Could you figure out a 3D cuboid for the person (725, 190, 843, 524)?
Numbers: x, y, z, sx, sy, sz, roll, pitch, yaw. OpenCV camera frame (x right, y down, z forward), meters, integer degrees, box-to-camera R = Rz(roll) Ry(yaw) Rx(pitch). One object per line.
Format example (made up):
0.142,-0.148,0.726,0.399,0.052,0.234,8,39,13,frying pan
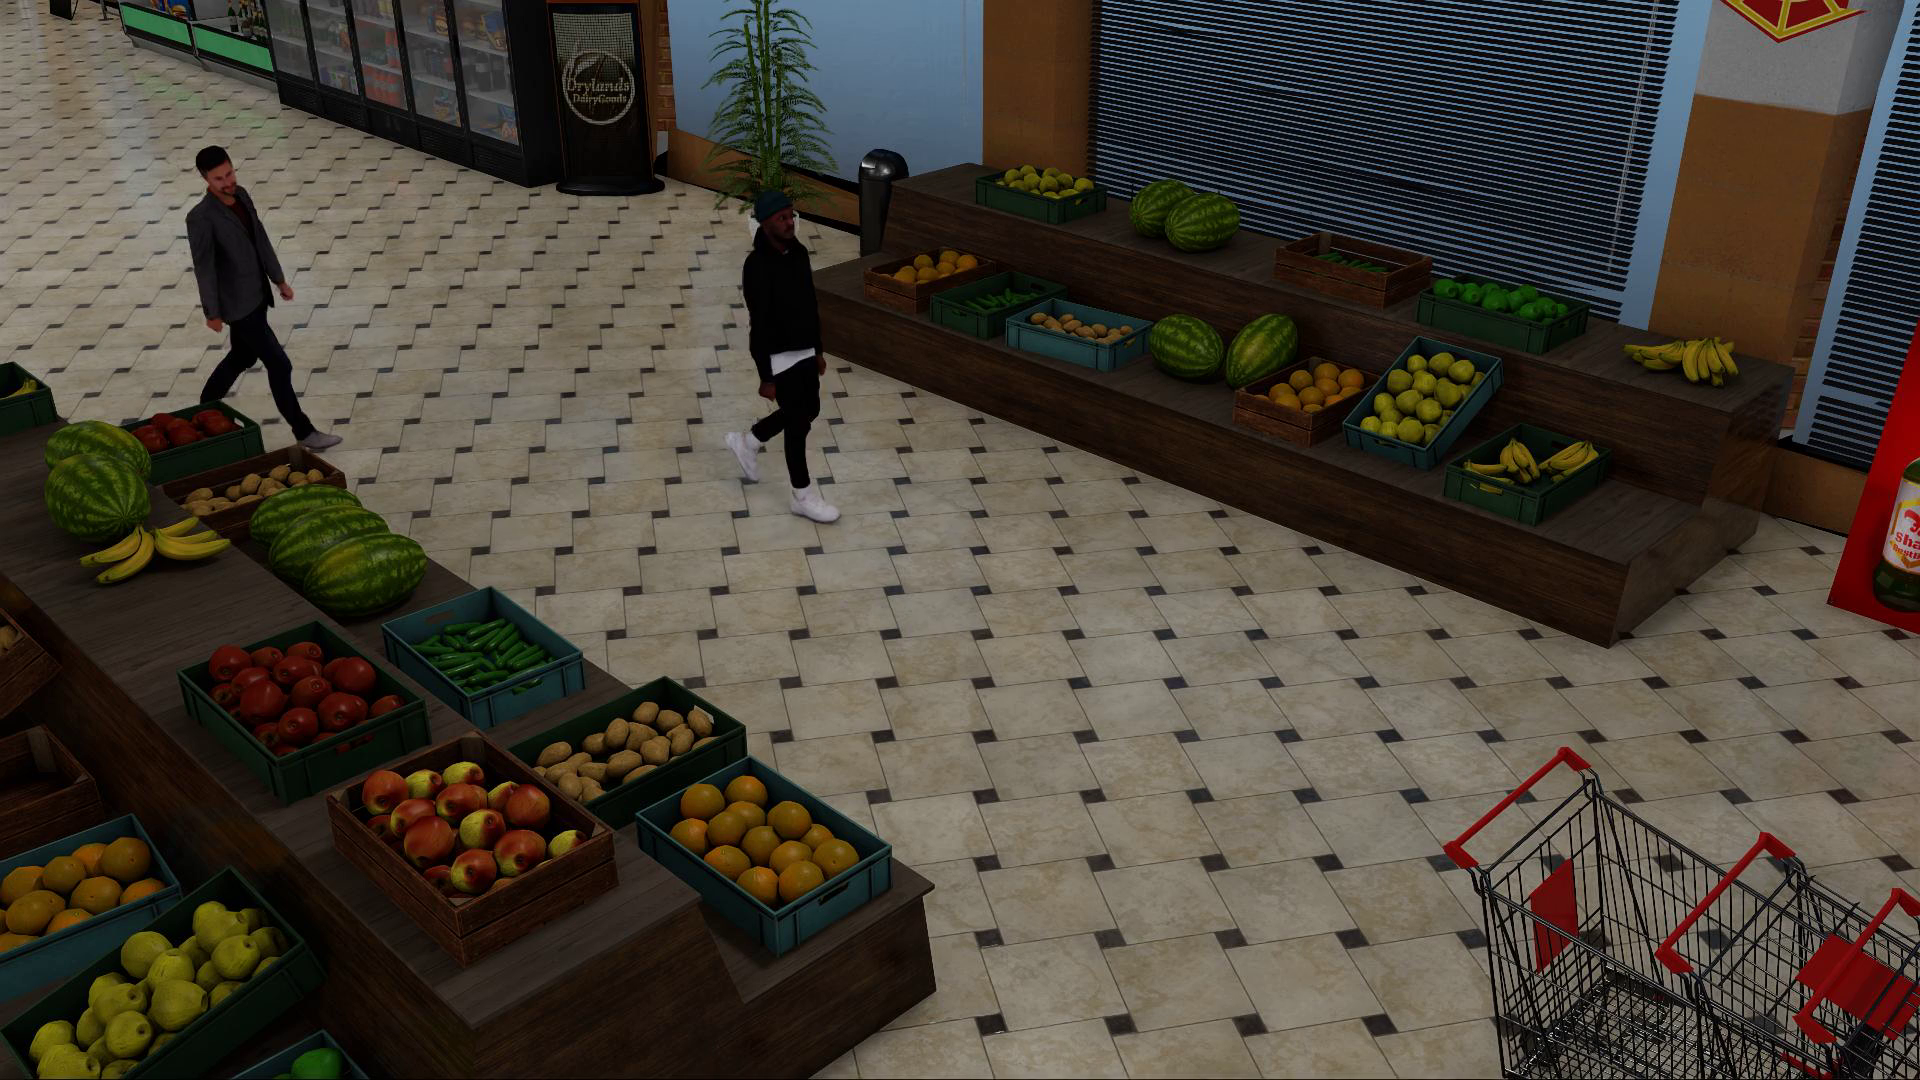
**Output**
-0.986,-0.999,8.920,1.127,1.803,0.886,13,30,24,person

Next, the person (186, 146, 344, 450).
-4.228,-1.367,9.620,1.269,1.825,1.203,-1,27,-2,person
